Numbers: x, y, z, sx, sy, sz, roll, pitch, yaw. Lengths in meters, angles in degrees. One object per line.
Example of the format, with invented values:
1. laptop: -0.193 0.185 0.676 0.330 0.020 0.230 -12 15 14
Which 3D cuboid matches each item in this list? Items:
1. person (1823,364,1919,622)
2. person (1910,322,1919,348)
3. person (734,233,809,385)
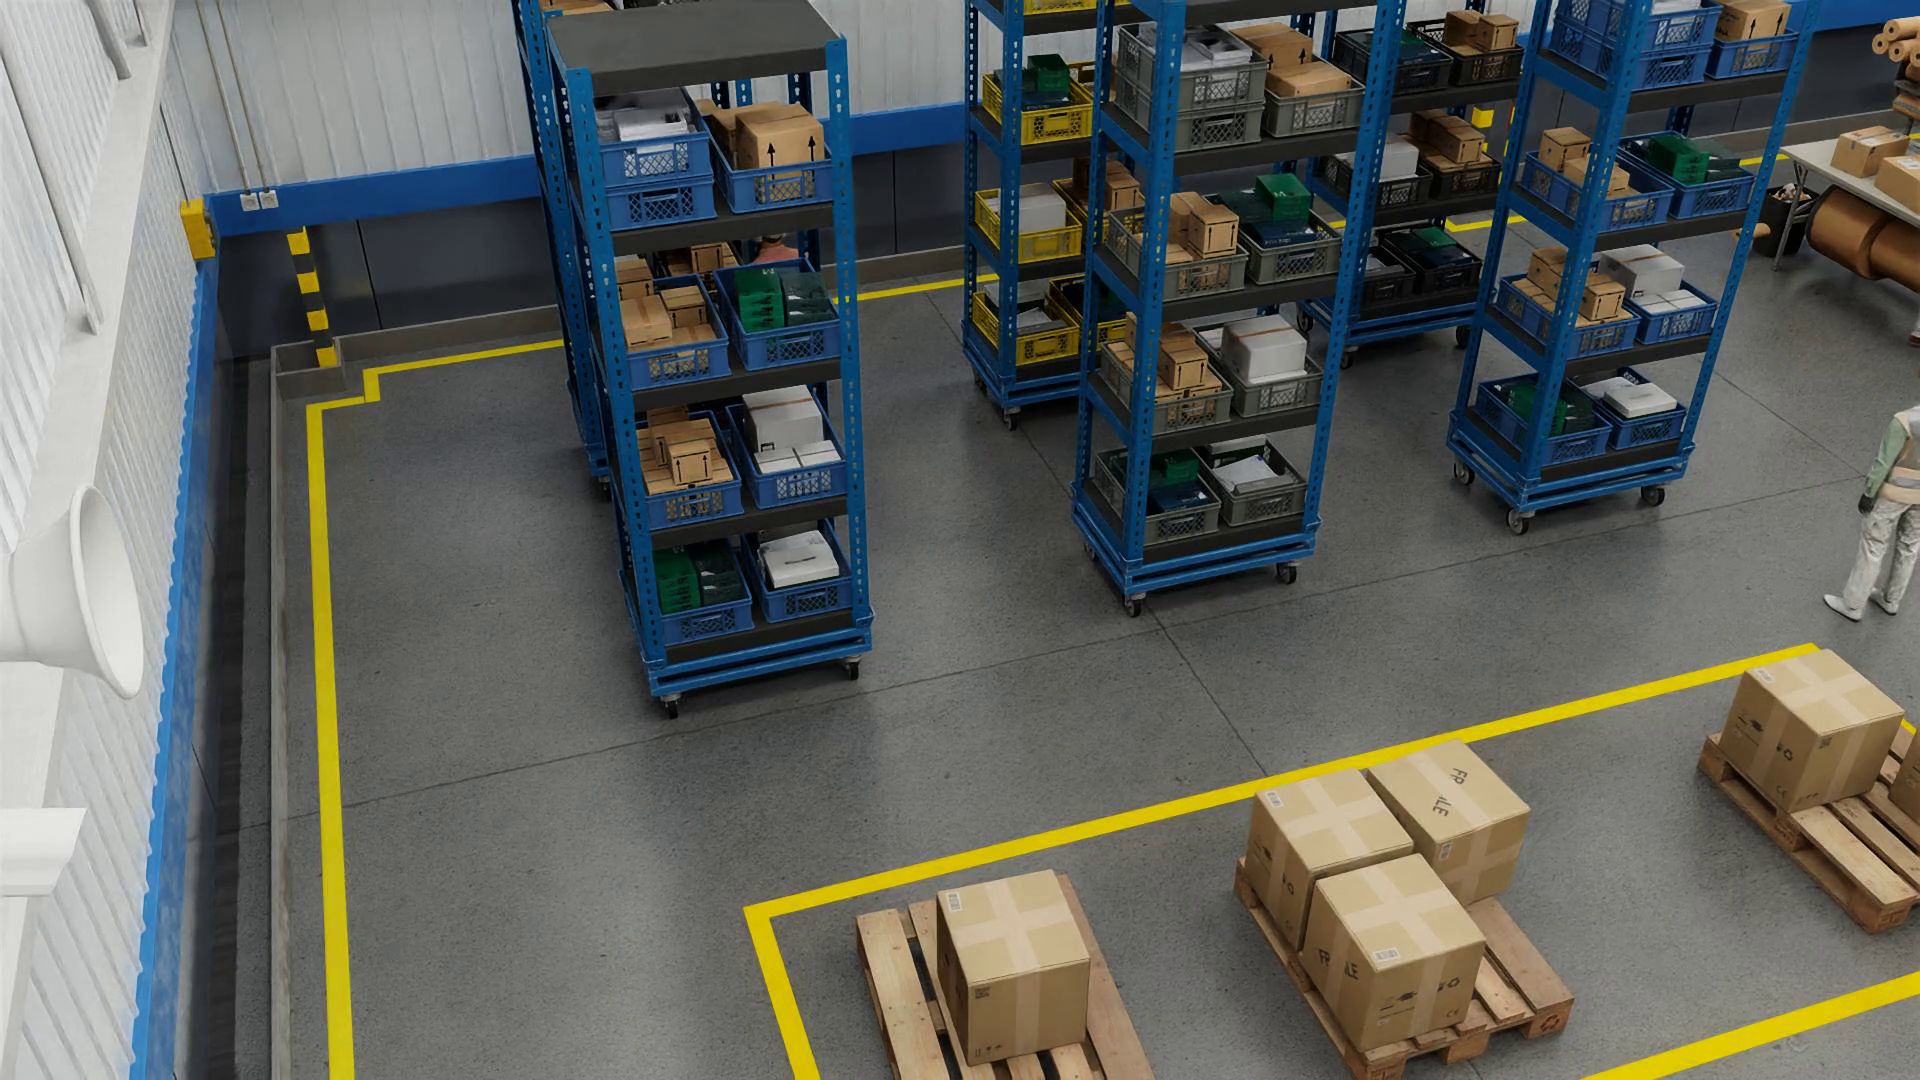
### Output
1. person: 5.243 -0.272 9.248 0.520 1.633 0.314 -8 36 -11
2. person: 7.150 -2.133 11.631 0.368 1.932 0.629 3 35 4
3. person: -1.122 -1.174 10.229 0.626 1.980 0.410 -27 43 -33
